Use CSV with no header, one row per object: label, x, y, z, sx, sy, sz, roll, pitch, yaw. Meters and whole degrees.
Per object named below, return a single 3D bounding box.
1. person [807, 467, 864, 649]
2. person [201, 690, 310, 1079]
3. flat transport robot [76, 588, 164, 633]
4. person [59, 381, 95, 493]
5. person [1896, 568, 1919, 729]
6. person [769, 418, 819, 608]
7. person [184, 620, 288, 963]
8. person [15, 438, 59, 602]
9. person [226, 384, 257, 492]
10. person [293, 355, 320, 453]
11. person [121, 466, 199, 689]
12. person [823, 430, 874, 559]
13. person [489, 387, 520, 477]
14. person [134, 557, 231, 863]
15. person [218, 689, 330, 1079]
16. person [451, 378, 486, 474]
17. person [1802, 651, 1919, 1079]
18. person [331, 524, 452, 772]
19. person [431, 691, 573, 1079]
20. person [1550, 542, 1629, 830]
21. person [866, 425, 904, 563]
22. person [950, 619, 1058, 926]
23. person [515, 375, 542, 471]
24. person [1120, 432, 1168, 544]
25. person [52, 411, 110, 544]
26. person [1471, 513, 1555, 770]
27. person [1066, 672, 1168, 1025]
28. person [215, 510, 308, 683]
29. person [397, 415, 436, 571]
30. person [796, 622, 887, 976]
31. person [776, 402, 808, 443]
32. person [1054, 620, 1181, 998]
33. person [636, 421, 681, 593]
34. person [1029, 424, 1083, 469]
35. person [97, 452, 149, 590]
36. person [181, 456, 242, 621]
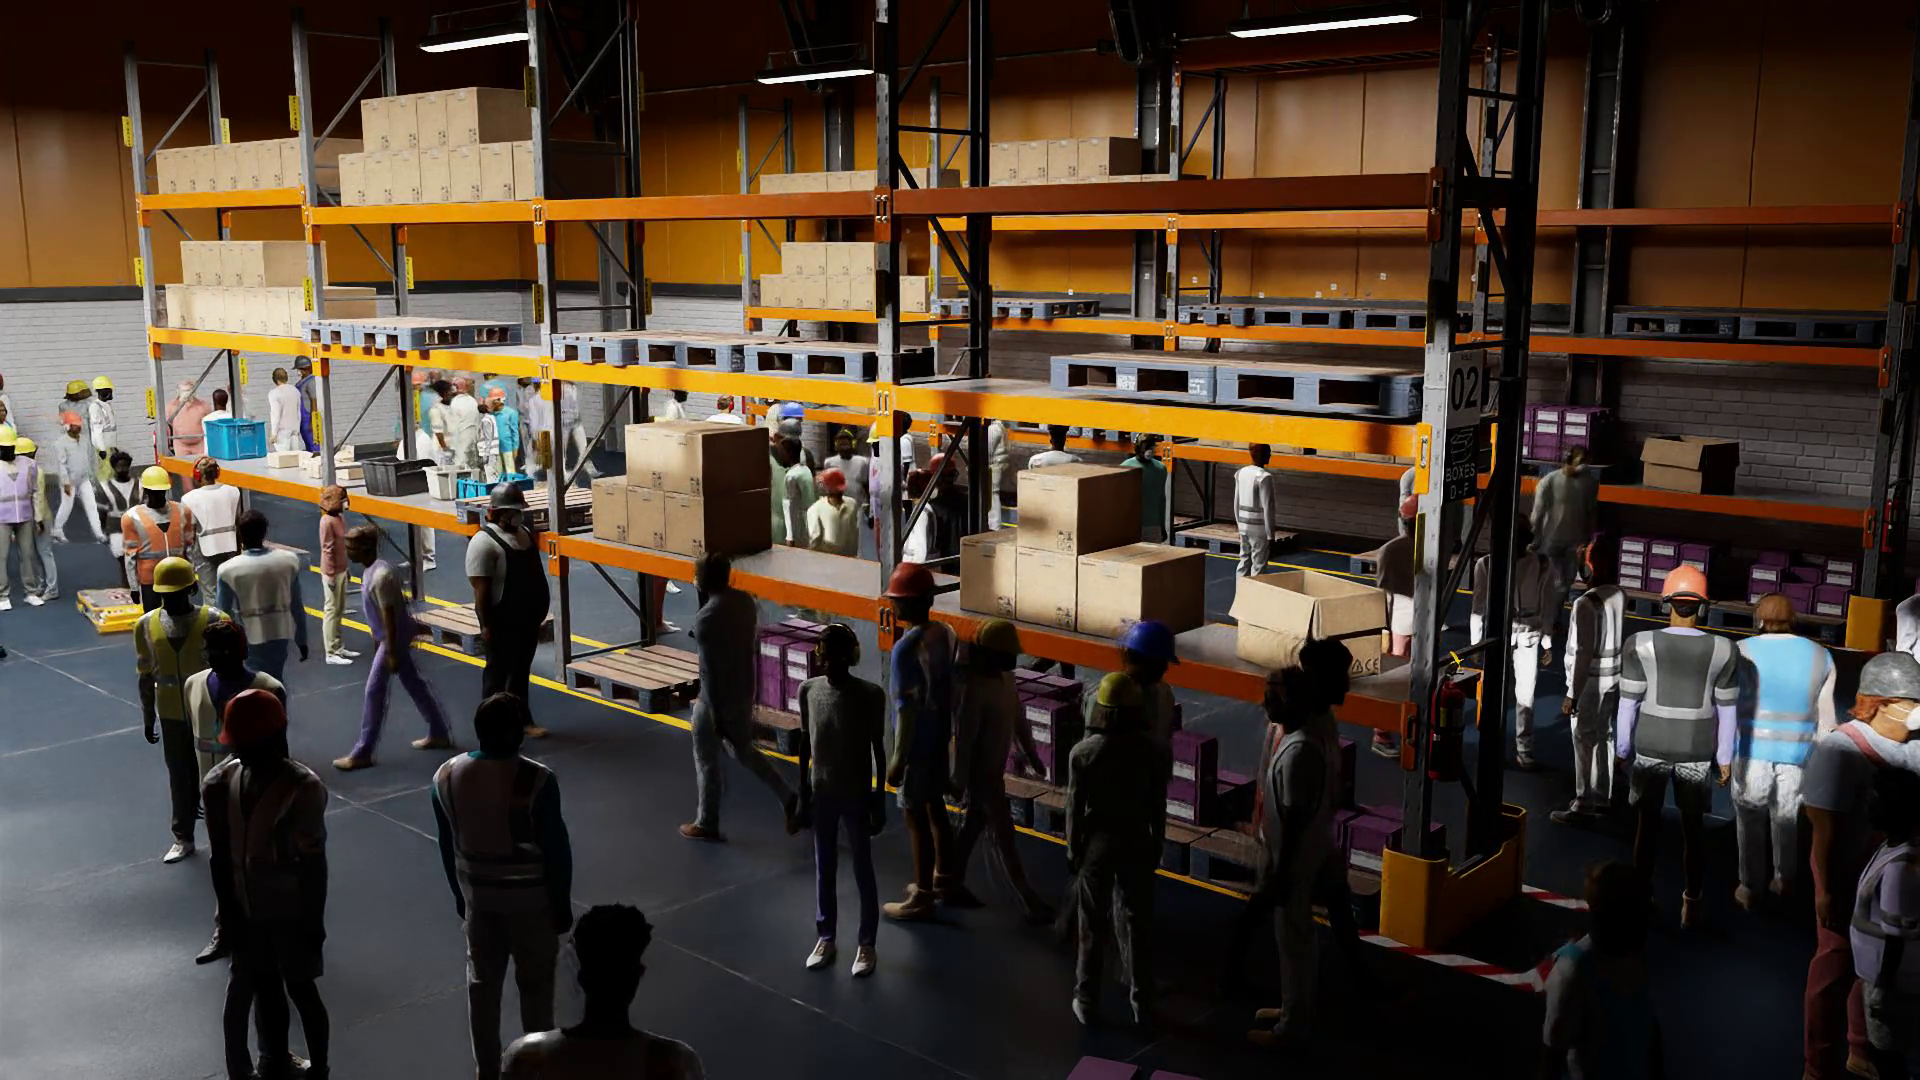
person,-1.134,0.176,15.555,0.585,1.726,0.626,-7,12,-35
person,-3.112,1.565,7.358,0.328,1.862,0.509,2,10,10
flat transport robot,-8.485,0.679,16.855,0.652,0.197,1.431,-7,12,-36
person,-13.443,-1.554,25.341,0.499,1.738,0.331,-3,11,-18
person,6.561,0.928,11.251,0.564,1.752,0.340,-4,11,-22
person,-1.873,-0.358,17.714,0.682,2.000,0.894,-6,12,-31
person,-3.806,1.317,8.792,0.565,1.846,0.390,1,10,7
person,-9.883,-0.219,17.727,0.525,1.760,0.341,9,14,43
person,-11.126,-1.607,25.707,0.485,1.723,0.635,2,10,13
person,-10.584,-1.984,26.910,0.538,2.000,0.681,-7,12,-33
person,-6.841,0.315,14.274,0.397,1.919,0.581,9,13,41
person,-1.201,-0.290,18.019,0.572,1.823,1.013,0,10,2
person,-6.680,-1.360,24.224,0.579,1.743,0.354,4,11,22
person,-4.721,1.039,10.178,0.581,1.919,0.401,-1,10,-8
person,-2.956,1.568,7.147,0.544,1.929,0.389,5,11,24
person,-8.130,-1.861,27.372,0.512,1.622,0.531,-1,10,-7
person,4.047,1.486,7.289,0.686,2.000,0.538,-5,11,-27
person,-4.178,0.756,12.167,0.871,1.789,0.556,-4,11,-24
person,-1.988,1.572,7.373,0.627,1.843,0.429,3,10,15
person,4.108,0.938,10.821,0.584,1.884,0.337,-10,14,-43
person,-0.807,-0.281,17.646,0.401,1.919,0.582,-6,12,-30
person,0.267,1.292,9.293,0.911,1.721,0.549,4,11,23
person,-7.309,-2.035,28.080,0.491,1.731,0.324,5,11,25
person,1.833,-0.132,16.725,0.631,1.940,0.372,-6,12,-33
person,-11.209,-0.783,21.057,0.847,1.710,0.572,3,10,16
person,3.993,0.730,12.038,0.585,1.879,0.368,1,10,4
person,0.757,1.497,8.104,0.489,1.735,0.340,-1,10,-3
person,-5.066,0.726,12.019,0.679,1.890,0.609,9,13,41
person,-6.365,-0.589,19.388,0.407,1.913,0.641,-8,13,-39
person,-0.618,1.335,8.660,0.510,1.863,0.327,3,11,18
person,-1.937,-0.681,19.845,0.550,1.930,0.639,-1,10,-5
person,0.810,1.321,8.639,0.638,1.904,0.901,-9,14,-42
person,-3.274,-0.340,17.989,0.643,1.910,0.399,-9,14,-43
person,1.017,-0.287,17.565,0.598,1.959,0.370,1,10,8
person,-8.677,-0.099,17.365,0.543,1.650,0.892,-8,13,-39
person,-6.910,0.141,15.438,0.389,1.847,0.563,7,12,36
